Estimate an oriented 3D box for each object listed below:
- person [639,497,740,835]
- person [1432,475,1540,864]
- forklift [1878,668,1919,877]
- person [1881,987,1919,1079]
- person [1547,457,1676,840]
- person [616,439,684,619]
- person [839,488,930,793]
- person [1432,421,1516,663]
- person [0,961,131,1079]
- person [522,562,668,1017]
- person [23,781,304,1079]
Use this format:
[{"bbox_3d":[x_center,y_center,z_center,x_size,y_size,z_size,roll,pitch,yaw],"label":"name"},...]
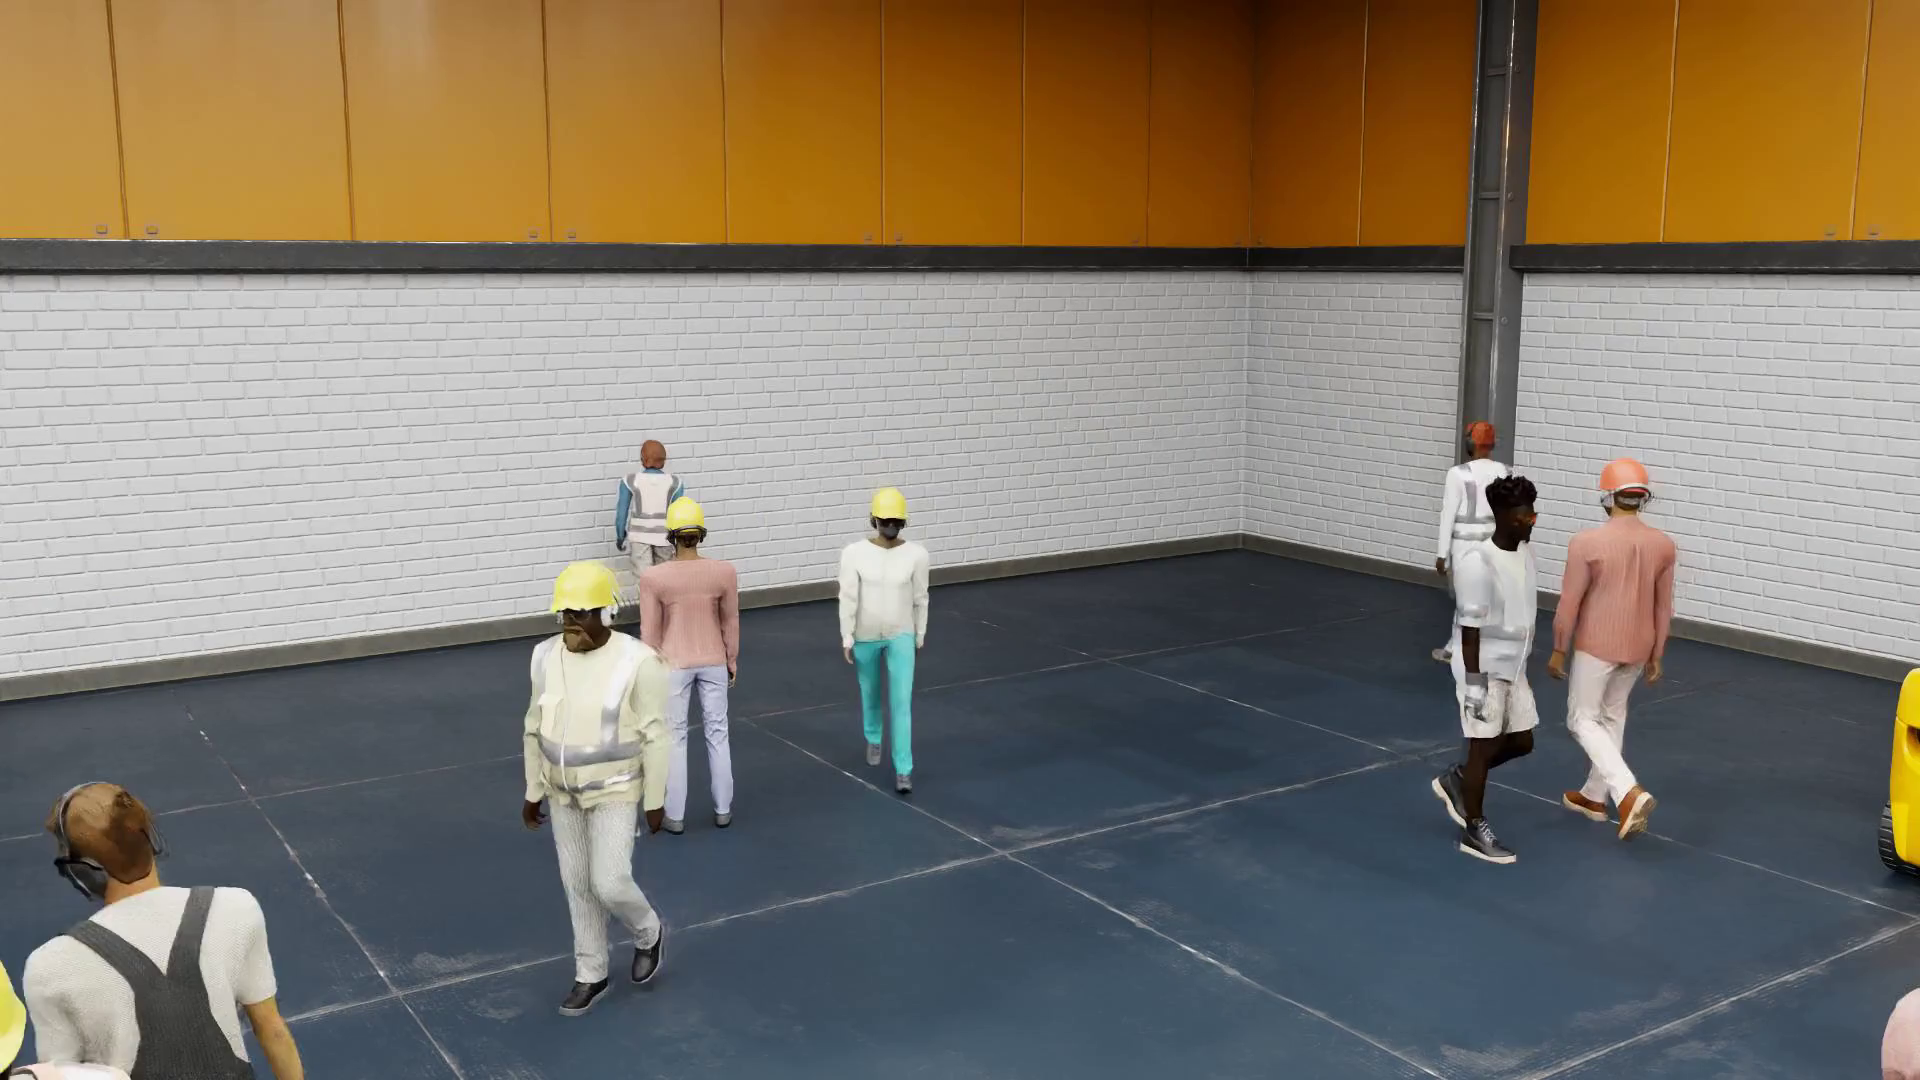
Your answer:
[{"bbox_3d":[-1.407,0.655,8.680,0.525,1.772,0.308,-4,10,-22],"label":"person"},{"bbox_3d":[2.631,0.625,8.323,0.614,1.952,0.511,-7,12,-36],"label":"person"},{"bbox_3d":[5.511,0.571,7.906,2.313,2.155,1.214,-6,11,-33],"label":"forklift"},{"bbox_3d":[2.160,1.508,3.245,0.726,1.885,0.404,5,11,29],"label":"person"},{"bbox_3d":[3.415,0.560,8.627,0.618,1.975,0.800,-3,10,-15],"label":"person"},{"bbox_3d":[-2.424,0.008,13.080,0.519,1.600,0.822,-4,10,-22],"label":"person"},{"bbox_3d":[-0.432,0.546,9.540,0.523,1.711,0.951,-1,9,-4],"label":"person"},{"bbox_3d":[3.748,0.064,11.999,0.582,1.853,0.899,-4,10,-22],"label":"person"},{"bbox_3d":[-1.702,1.551,2.920,0.688,1.898,0.602,6,11,33],"label":"person"},{"bbox_3d":[-1.451,0.974,6.605,0.603,1.817,0.432,4,10,23],"label":"person"},{"bbox_3d":[-1.838,1.430,3.901,0.581,1.806,0.535,-8,12,-40],"label":"person"}]
